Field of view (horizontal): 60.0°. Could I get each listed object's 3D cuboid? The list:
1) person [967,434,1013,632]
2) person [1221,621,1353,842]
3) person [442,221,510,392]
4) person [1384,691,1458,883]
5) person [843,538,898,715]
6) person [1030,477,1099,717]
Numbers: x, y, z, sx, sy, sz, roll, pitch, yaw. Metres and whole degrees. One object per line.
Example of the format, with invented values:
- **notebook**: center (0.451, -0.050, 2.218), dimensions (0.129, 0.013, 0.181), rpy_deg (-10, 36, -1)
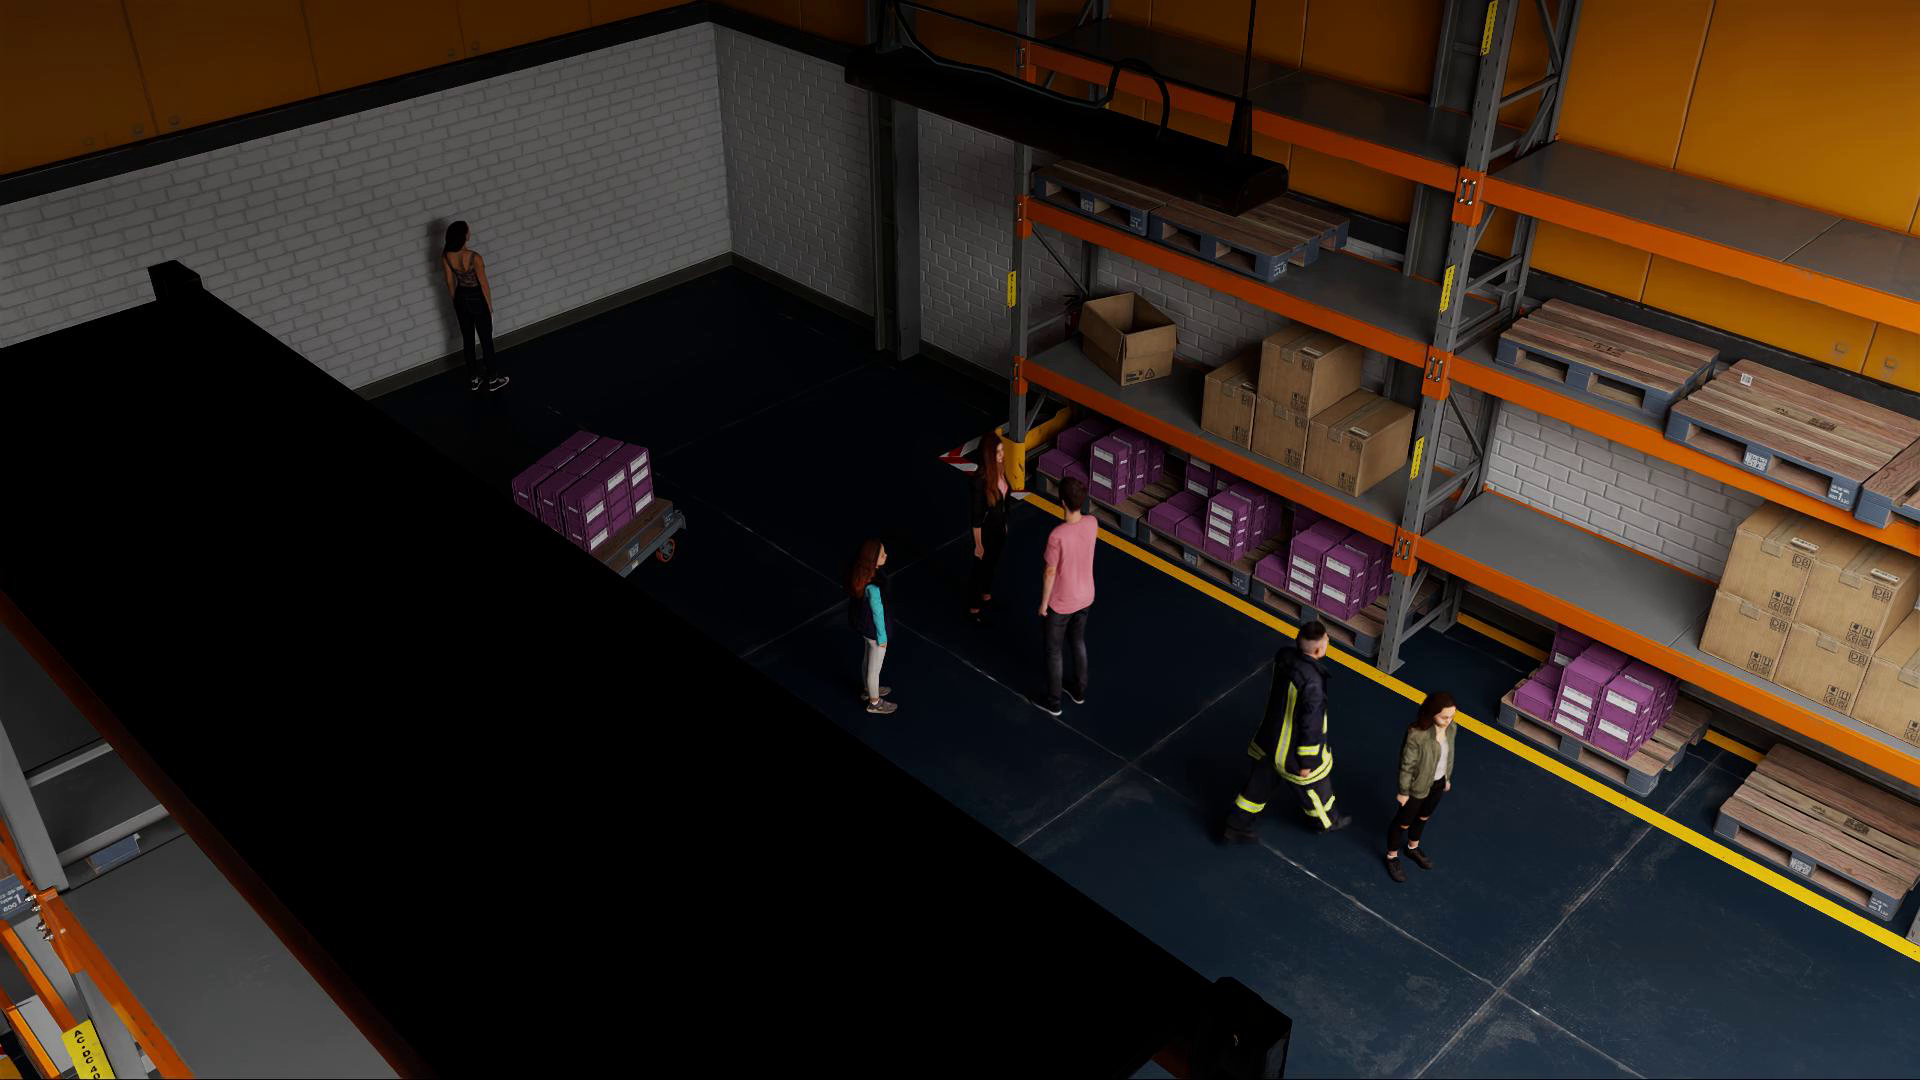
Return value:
- **person**: center (0.220, -0.097, 13.198), dimensions (0.615, 1.711, 0.667), rpy_deg (17, 37, 24)
- **person**: center (2.114, 1.316, 10.972), dimensions (1.132, 1.822, 1.237), rpy_deg (-11, 35, -16)
- **person**: center (-4.841, -2.322, 16.494), dimensions (0.642, 1.769, 0.752), rpy_deg (9, 35, 13)
- **person**: center (3.028, 1.580, 10.888), dimensions (0.632, 1.476, 0.592), rpy_deg (-17, 37, -23)
- **person**: center (-0.646, 0.616, 12.316), dimensions (0.740, 1.500, 0.662), rpy_deg (-8, 34, -11)
- **person**: center (0.806, 0.422, 12.196), dimensions (0.641, 1.957, 0.571), rpy_deg (-25, 41, -33)
